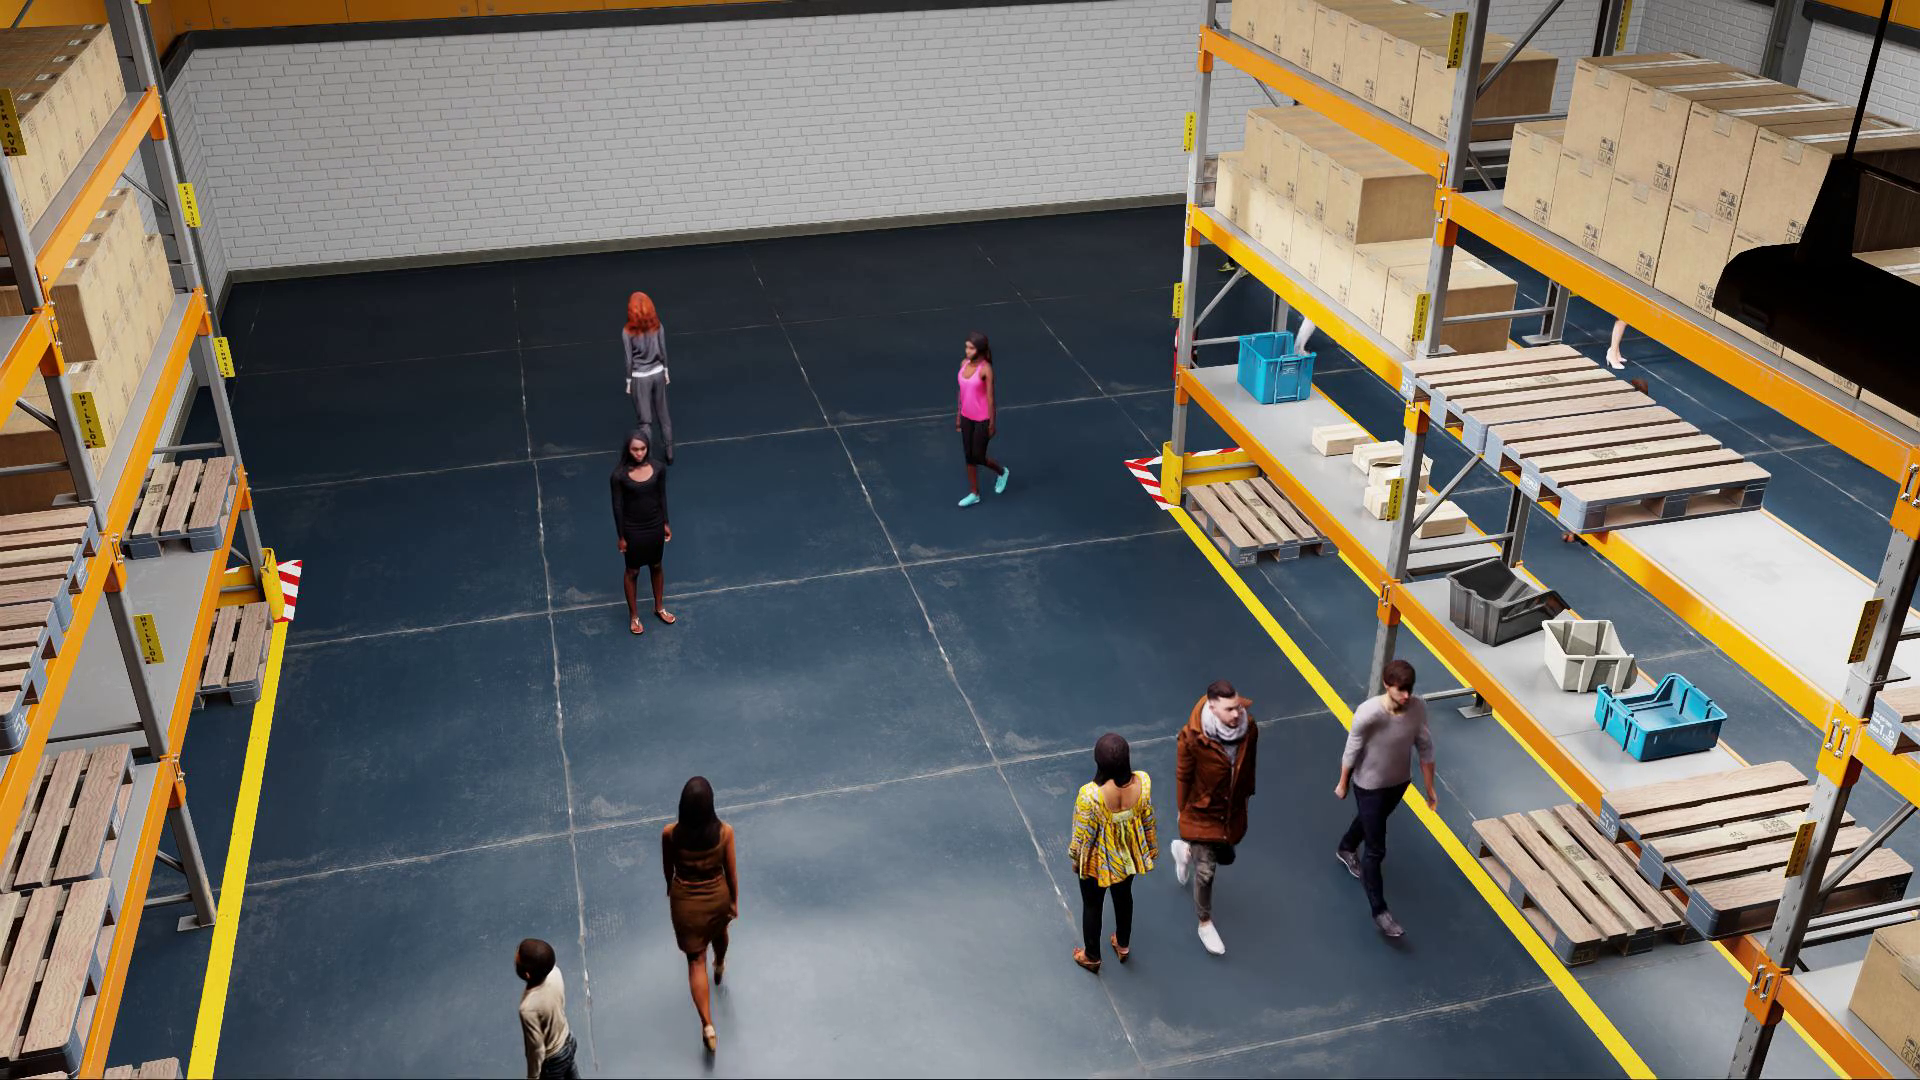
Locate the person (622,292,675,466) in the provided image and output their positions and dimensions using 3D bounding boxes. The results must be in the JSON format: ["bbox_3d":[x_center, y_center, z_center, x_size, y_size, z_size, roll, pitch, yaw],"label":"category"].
[{"bbox_3d":[-2.972,-1.512,15.823,0.639,1.780,0.582,-16,33,-27],"label":"person"}]

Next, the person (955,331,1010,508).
[{"bbox_3d":[0.214,-1.125,15.180,0.812,1.714,0.807,-24,36,-36],"label":"person"}]

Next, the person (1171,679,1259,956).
[{"bbox_3d":[1.495,1.593,10.092,0.817,1.816,1.068,-12,31,-21],"label":"person"}]

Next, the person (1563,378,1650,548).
[{"bbox_3d":[5.758,-0.566,14.231,1.171,1.643,0.997,25,37,37],"label":"person"}]

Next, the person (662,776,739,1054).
[{"bbox_3d":[-1.452,2.104,9.329,0.564,1.650,1.038,-7,29,-12],"label":"person"}]

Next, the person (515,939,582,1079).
[{"bbox_3d":[-2.102,2.633,8.555,0.684,1.463,0.556,4,29,8],"label":"person"}]

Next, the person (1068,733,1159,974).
[{"bbox_3d":[0.875,1.846,9.798,0.773,1.654,0.809,-13,31,-23],"label":"person"}]

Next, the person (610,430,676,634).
[{"bbox_3d":[-2.534,-0.089,13.274,0.671,1.722,0.616,-17,33,-28],"label":"person"}]

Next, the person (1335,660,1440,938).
[{"bbox_3d":[2.572,1.461,10.358,0.789,1.793,1.187,-12,31,-21],"label":"person"}]
